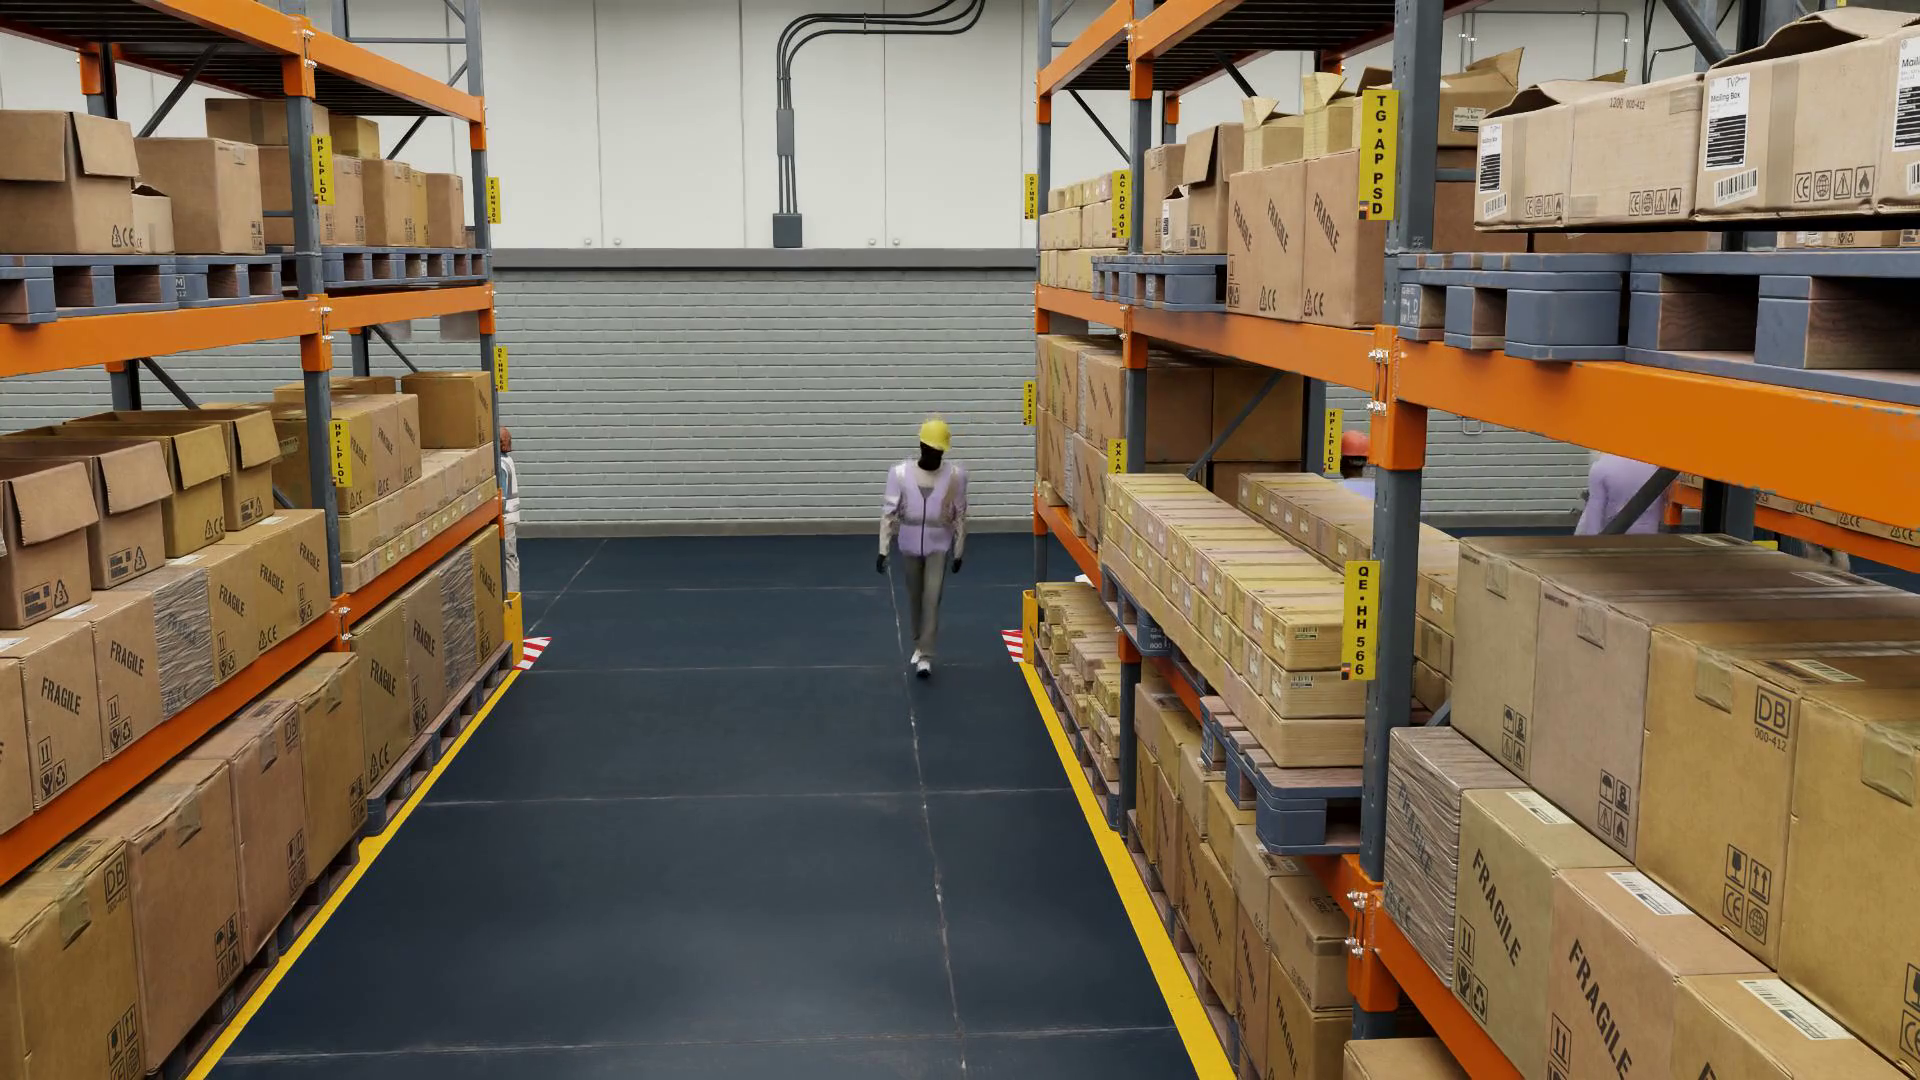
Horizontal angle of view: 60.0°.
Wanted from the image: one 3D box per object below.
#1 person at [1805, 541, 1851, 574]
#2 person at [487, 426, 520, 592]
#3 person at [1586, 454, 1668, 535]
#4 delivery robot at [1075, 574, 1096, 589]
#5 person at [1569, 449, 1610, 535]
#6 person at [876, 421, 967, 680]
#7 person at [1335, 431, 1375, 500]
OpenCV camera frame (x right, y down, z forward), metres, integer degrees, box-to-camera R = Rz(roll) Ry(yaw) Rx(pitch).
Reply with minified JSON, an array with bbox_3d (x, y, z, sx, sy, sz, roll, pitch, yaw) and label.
[{"bbox_3d":[6.952,-0.032,13.349,0.360,1.619,0.530,9,13,43],"label":"person"},{"bbox_3d":[-3.846,-0.144,13.971,0.307,1.641,0.514,-2,10,-11],"label":"person"},{"bbox_3d":[4.960,0.003,12.485,0.630,1.847,0.978,0,10,-1],"label":"person"},{"bbox_3d":[1.295,0.416,13.585,0.707,0.478,0.477,7,12,37],"label":"delivery robot"},{"bbox_3d":[5.615,-0.349,14.591,0.625,1.839,0.517,1,10,6],"label":"person"},{"bbox_3d":[-0.266,0.063,12.094,0.620,1.854,1.033,1,10,7],"label":"person"},{"bbox_3d":[2.623,0.218,11.163,0.579,1.878,1.037,-1,10,-6],"label":"person"}]
